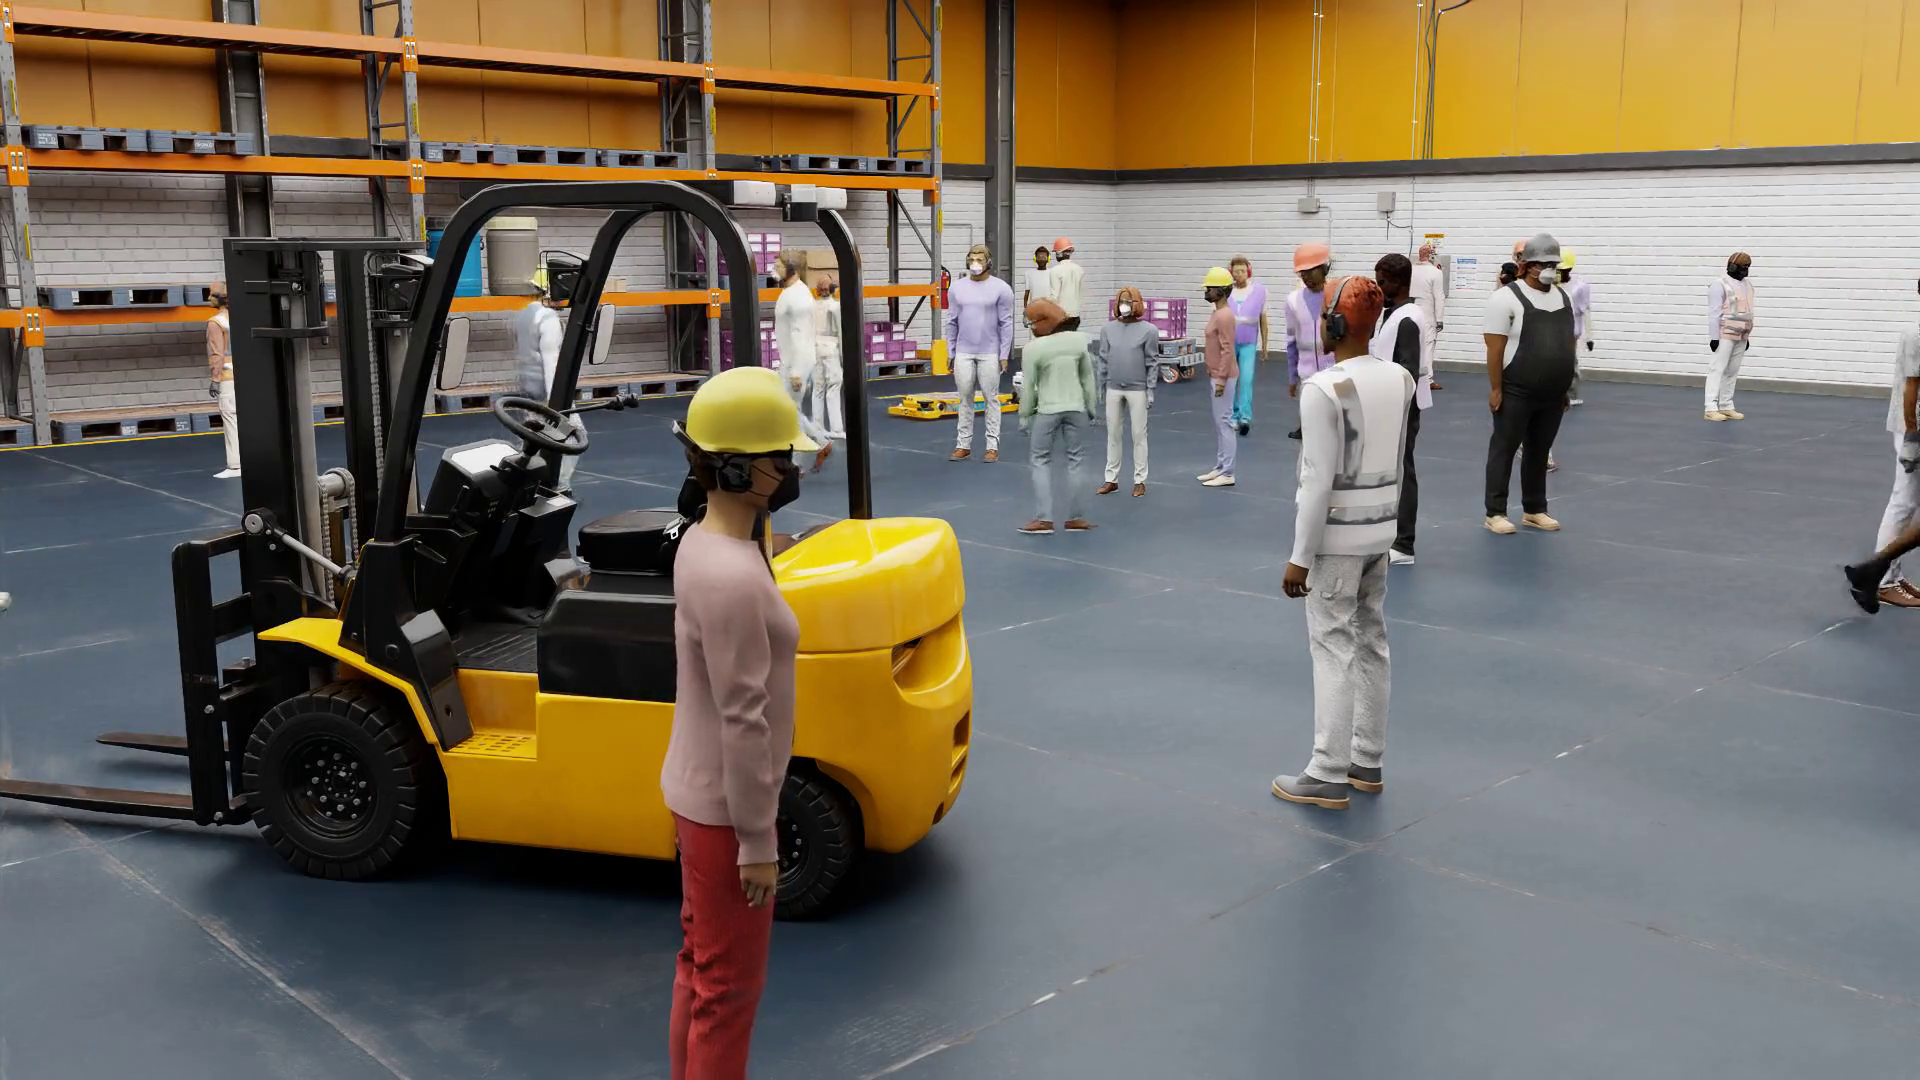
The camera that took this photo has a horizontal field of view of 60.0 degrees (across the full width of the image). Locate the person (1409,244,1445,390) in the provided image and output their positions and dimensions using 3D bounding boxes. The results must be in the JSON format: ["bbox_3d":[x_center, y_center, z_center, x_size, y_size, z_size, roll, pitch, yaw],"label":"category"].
[{"bbox_3d":[6.114,-2.931,21.895,0.405,1.906,0.653,-7,13,-35],"label":"person"}]

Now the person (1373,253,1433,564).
[{"bbox_3d":[2.705,-0.800,10.259,0.392,1.913,0.587,2,10,8],"label":"person"}]

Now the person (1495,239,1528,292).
[{"bbox_3d":[6.983,-2.763,20.783,0.635,1.976,0.565,0,10,2],"label":"person"}]

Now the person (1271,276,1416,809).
[{"bbox_3d":[1.360,0.013,5.907,0.575,1.882,0.355,-10,14,-43],"label":"person"}]

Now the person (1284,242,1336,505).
[{"bbox_3d":[2.819,-1.285,12.752,0.698,1.981,1.006,6,12,31],"label":"person"}]

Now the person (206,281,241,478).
[{"bbox_3d":[-6.105,-1.338,13.921,0.308,1.645,0.516,1,10,4],"label":"person"}]

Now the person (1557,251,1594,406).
[{"bbox_3d":[7.060,-2.424,19.323,0.920,1.856,0.623,-7,12,-32],"label":"person"}]

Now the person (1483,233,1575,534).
[{"bbox_3d":[3.918,-1.060,11.323,0.684,2.000,0.536,-4,11,-20],"label":"person"}]

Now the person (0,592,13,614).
[{"bbox_3d":[-5.126,-0.321,8.037,0.520,1.773,1.025,6,12,29],"label":"person"}]

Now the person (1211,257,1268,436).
[{"bbox_3d":[2.825,-1.963,16.910,0.603,1.791,0.977,2,11,12],"label":"person"}]

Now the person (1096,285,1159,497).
[{"bbox_3d":[1.296,-1.154,12.941,0.500,1.636,0.281,5,12,26],"label":"person"}]

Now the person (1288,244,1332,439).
[{"bbox_3d":[3.516,-1.962,16.526,0.545,1.938,0.361,-6,12,-29],"label":"person"}]

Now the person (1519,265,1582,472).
[{"bbox_3d":[5.126,-1.544,14.592,0.518,1.827,1.009,-1,10,-5],"label":"person"}]

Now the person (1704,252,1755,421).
[{"bbox_3d":[8.453,-2.224,18.232,0.634,1.836,0.429,-6,12,-30],"label":"person"}]

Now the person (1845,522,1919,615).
[{"bbox_3d":[5.107,-0.478,8.531,0.798,1.905,0.541,1,10,7],"label":"person"}]

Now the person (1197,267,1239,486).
[{"bbox_3d":[2.091,-1.315,13.462,0.329,1.769,0.526,1,10,4],"label":"person"}]

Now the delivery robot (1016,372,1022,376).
[{"bbox_3d":[1.027,-1.876,19.575,0.707,0.478,0.477,-3,11,-19],"label":"delivery robot"}]

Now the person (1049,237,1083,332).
[{"bbox_3d":[1.364,-2.976,21.903,0.397,1.990,0.623,10,14,43],"label":"person"}]

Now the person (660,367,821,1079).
[{"bbox_3d":[-0.439,0.533,3.386,0.331,1.767,0.527,-3,11,-15],"label":"person"}]

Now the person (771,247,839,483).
[{"bbox_3d":[-1.327,-1.407,13.523,0.537,1.929,0.646,-2,11,-11],"label":"person"}]

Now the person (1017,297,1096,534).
[{"bbox_3d":[0.664,-0.842,11.323,0.595,1.613,0.316,-4,11,-20],"label":"person"}]

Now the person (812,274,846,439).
[{"bbox_3d":[-1.313,-1.823,16.576,0.314,1.642,0.515,-10,14,-44],"label":"person"}]

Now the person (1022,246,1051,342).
[{"bbox_3d":[1.115,-3.101,22.911,0.513,1.876,0.328,1,10,4],"label":"person"}]

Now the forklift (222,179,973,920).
[{"bbox_3d":[-1.114,-0.058,5.440,2.313,2.155,1.214,2,11,13],"label":"forklift"}]

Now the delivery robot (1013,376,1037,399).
[{"bbox_3d":[0.981,-1.785,19.077,0.707,0.478,0.477,-4,11,-23],"label":"delivery robot"}]

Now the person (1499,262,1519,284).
[{"bbox_3d":[6.643,-2.509,20.163,0.317,1.695,0.540,2,11,9],"label":"person"}]

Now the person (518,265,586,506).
[{"bbox_3d":[-3.019,-1.129,12.323,0.487,1.809,0.607,-8,13,-35],"label":"person"}]

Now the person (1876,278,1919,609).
[{"bbox_3d":[5.258,-0.567,9.119,0.313,1.865,0.528,8,13,37],"label":"person"}]

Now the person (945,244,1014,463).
[{"bbox_3d":[0.159,-1.658,14.867,0.633,1.939,0.372,4,11,19],"label":"person"}]

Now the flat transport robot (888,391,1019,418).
[{"bbox_3d":[-0.049,-1.540,18.771,1.431,0.197,0.652,-9,13,-39],"label":"flat transport robot"}]
